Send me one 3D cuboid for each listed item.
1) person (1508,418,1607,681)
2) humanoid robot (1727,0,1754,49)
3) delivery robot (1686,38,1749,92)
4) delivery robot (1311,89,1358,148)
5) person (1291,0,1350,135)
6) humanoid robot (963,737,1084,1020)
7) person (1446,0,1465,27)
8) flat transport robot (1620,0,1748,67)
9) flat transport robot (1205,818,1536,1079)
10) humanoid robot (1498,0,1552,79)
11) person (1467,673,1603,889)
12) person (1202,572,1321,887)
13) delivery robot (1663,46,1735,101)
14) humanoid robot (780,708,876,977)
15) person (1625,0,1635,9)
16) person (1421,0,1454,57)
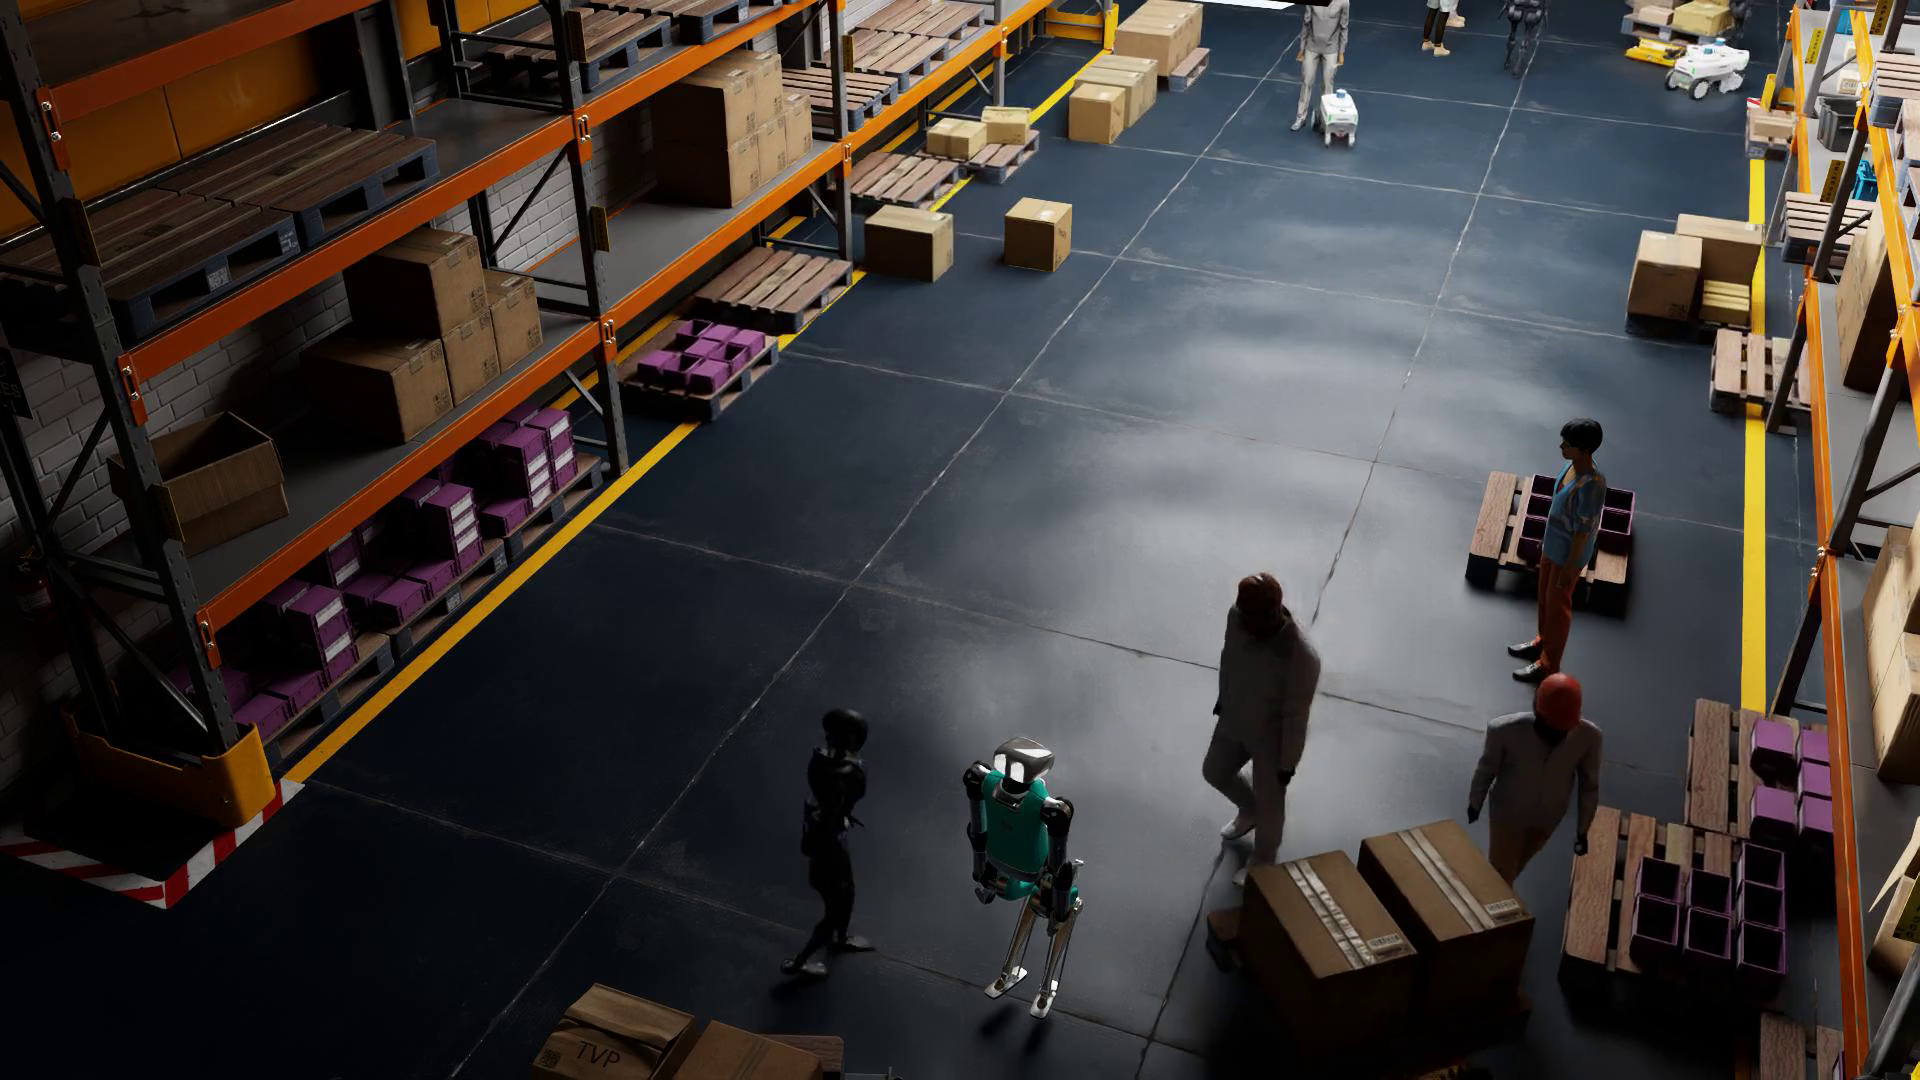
[{"bbox_3d":[3.660,0.057,10.133,0.343,1.758,0.504,2,33,2],"label":"person"},{"bbox_3d":[9.743,-6.711,20.687,0.337,1.635,0.612,3,33,5],"label":"humanoid robot"},{"bbox_3d":[9.261,-5.816,20.346,0.812,0.614,0.499,12,35,18],"label":"delivery robot"},{"bbox_3d":[4.251,-4.760,18.705,0.499,0.606,0.807,2,33,3],"label":"delivery robot"},{"bbox_3d":[4.063,-5.513,18.623,0.531,1.899,0.394,13,35,19],"label":"person"},{"bbox_3d":[0.385,1.503,7.790,0.533,1.677,0.735,20,38,28],"label":"humanoid robot"},{"bbox_3d":[6.759,-7.790,22.267,0.325,1.771,0.472,12,35,18],"label":"person"},{"bbox_3d":[9.290,-6.422,21.531,1.431,0.231,0.659,-27,41,-35],"label":"flat transport robot"},{"bbox_3d":[1.935,2.266,8.085,0.659,0.231,1.431,-10,34,-15],"label":"flat transport robot"},{"bbox_3d":[6.959,-6.567,20.470,0.596,1.633,0.644,13,35,19],"label":"humanoid robot"},{"bbox_3d":[2.818,1.341,8.192,0.580,1.709,0.802,1,33,2],"label":"person"},{"bbox_3d":[1.536,0.963,8.611,0.407,1.884,0.684,-18,37,-25],"label":"person"},{"bbox_3d":[8.974,-5.658,20.076,0.765,0.586,0.499,-14,35,-21],"label":"delivery robot"},{"bbox_3d":[-0.652,1.460,8.063,0.451,1.643,0.610,-1,33,-1],"label":"humanoid robot"},{"bbox_3d":[9.562,-8.251,22.999,0.382,1.750,0.554,25,40,33],"label":"person"},{"bbox_3d":[6.163,-7.039,21.175,0.319,1.693,0.531,-14,35,-20],"label":"person"}]
